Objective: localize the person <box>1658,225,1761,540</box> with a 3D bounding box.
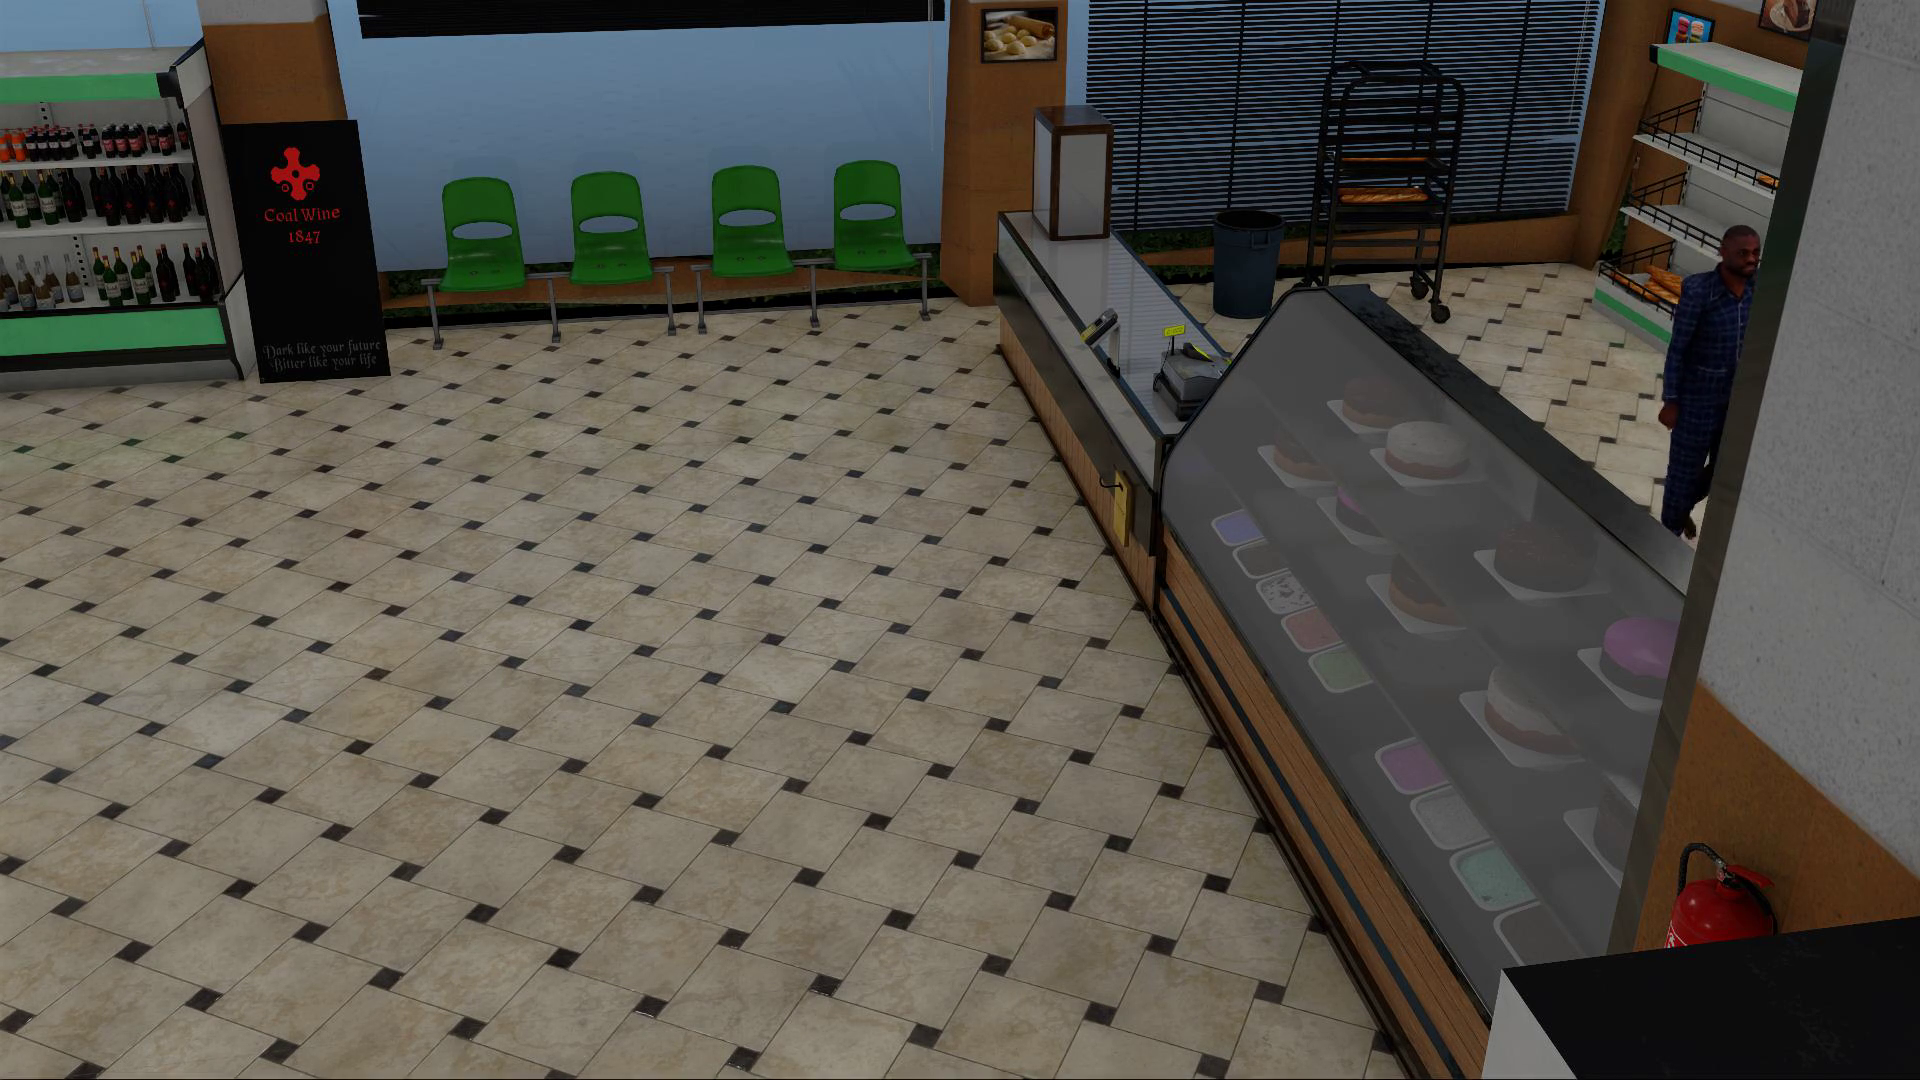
[{"bbox_3d":[3.881,-0.789,8.698,0.585,1.812,0.742,-5,27,-10],"label":"person"}]
